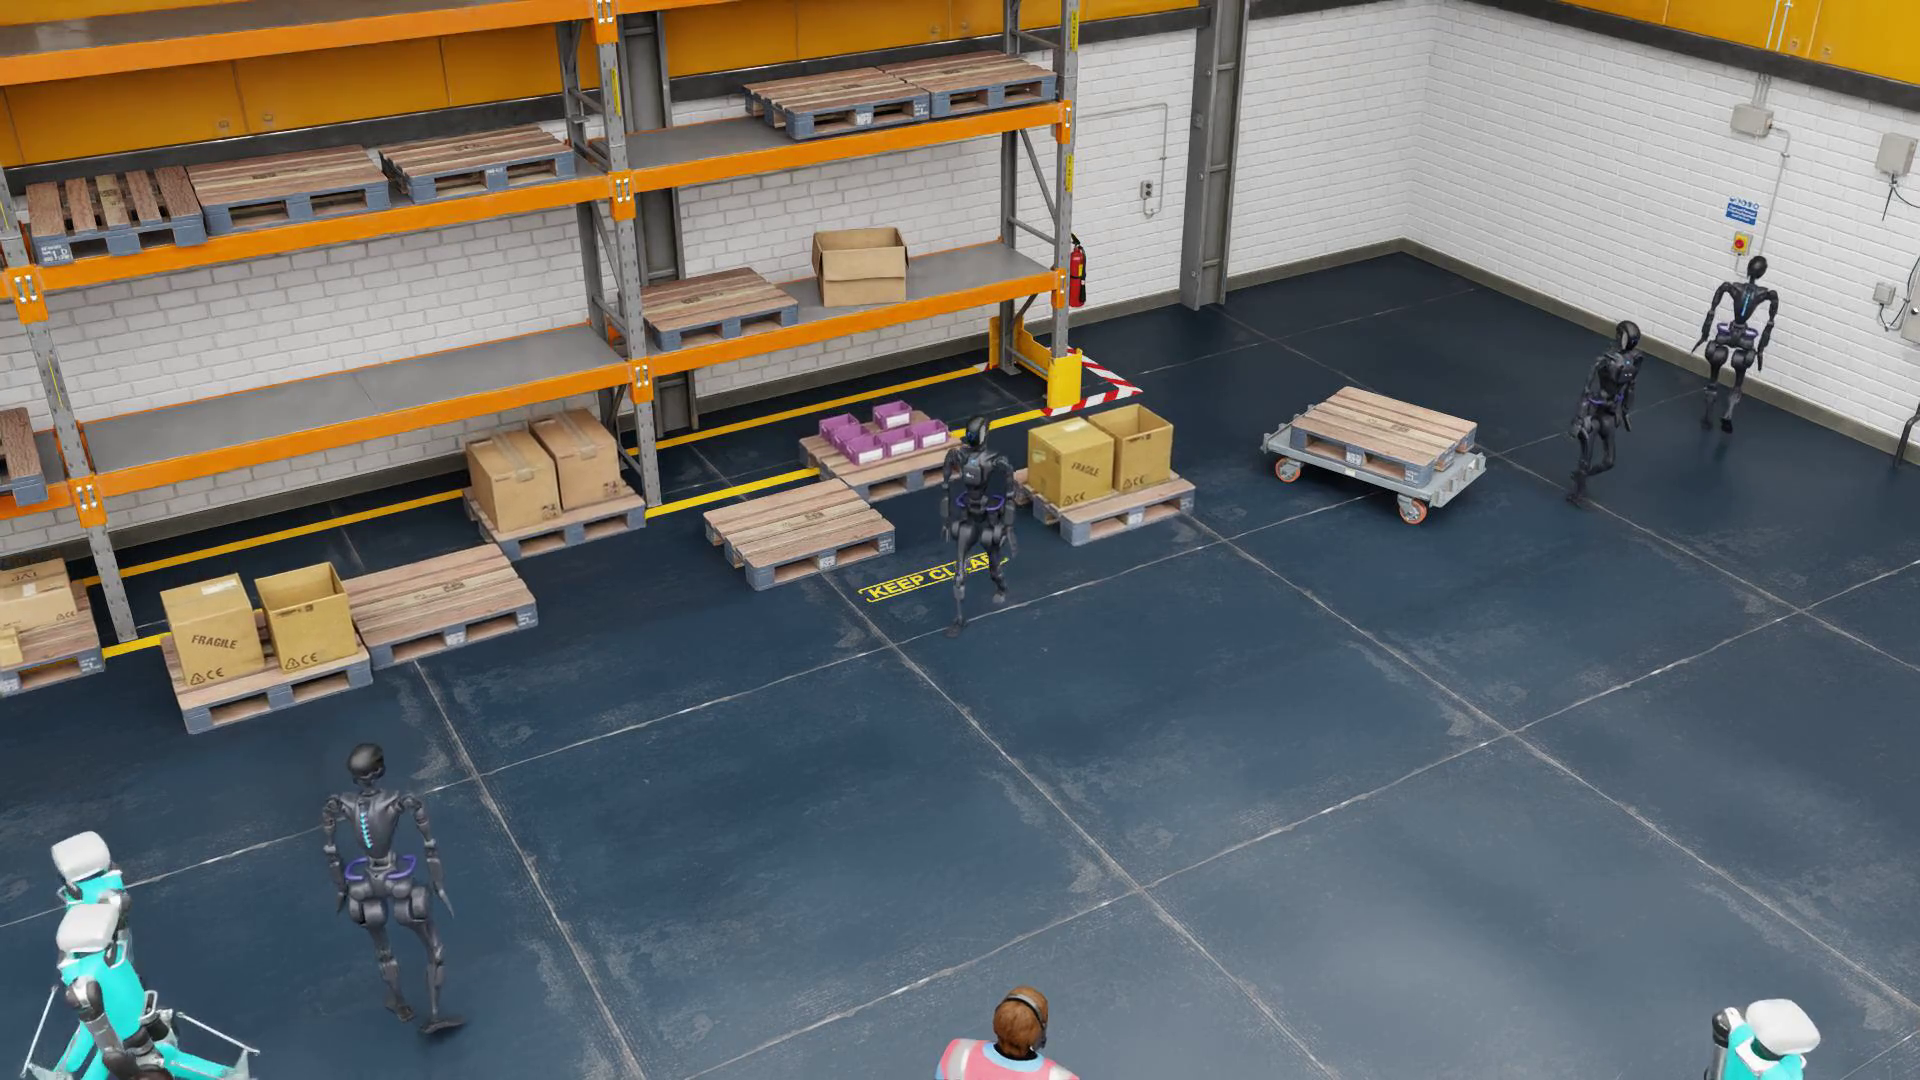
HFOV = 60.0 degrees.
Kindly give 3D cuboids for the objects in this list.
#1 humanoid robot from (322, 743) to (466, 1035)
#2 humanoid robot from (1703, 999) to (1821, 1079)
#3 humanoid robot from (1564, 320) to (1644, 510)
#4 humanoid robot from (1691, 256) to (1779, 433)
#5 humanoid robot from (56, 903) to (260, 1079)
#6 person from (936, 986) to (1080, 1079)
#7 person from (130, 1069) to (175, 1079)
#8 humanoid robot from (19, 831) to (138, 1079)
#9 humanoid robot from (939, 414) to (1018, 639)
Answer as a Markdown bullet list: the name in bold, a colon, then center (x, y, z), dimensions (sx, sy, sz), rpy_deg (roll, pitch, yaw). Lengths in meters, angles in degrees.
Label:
- **humanoid robot**: center (-2.883, 1.789, 8.386), dimensions (0.609, 1.644, 0.479), rpy_deg (-1, 29, -1)
- **humanoid robot**: center (3.417, 2.571, 6.940), dimensions (0.761, 1.782, 0.535), rpy_deg (-9, 31, -16)
- **humanoid robot**: center (5.126, -1.023, 13.358), dimensions (0.613, 1.632, 0.433), rpy_deg (-13, 32, -22)
- **humanoid robot**: center (6.749, -1.698, 14.557), dimensions (0.594, 1.644, 0.513), rpy_deg (12, 32, 20)
- **humanoid robot**: center (-3.433, 2.285, 7.385), dimensions (0.727, 1.738, 0.535), rpy_deg (-8, 30, -14)
- **person**: center (0.219, 2.567, 6.850), dimensions (0.627, 1.834, 0.430), rpy_deg (11, 31, 18)
- **person**: center (-2.929, 2.799, 6.396), dimensions (0.535, 1.870, 0.416), rpy_deg (-8, 30, -14)
- **humanoid robot**: center (-4.052, 2.247, 7.559), dimensions (0.539, 1.806, 0.831), rpy_deg (20, 35, 31)
- **humanoid robot**: center (0.153, -0.129, 11.845), dimensions (0.601, 1.645, 0.791), rpy_deg (10, 31, 18)
